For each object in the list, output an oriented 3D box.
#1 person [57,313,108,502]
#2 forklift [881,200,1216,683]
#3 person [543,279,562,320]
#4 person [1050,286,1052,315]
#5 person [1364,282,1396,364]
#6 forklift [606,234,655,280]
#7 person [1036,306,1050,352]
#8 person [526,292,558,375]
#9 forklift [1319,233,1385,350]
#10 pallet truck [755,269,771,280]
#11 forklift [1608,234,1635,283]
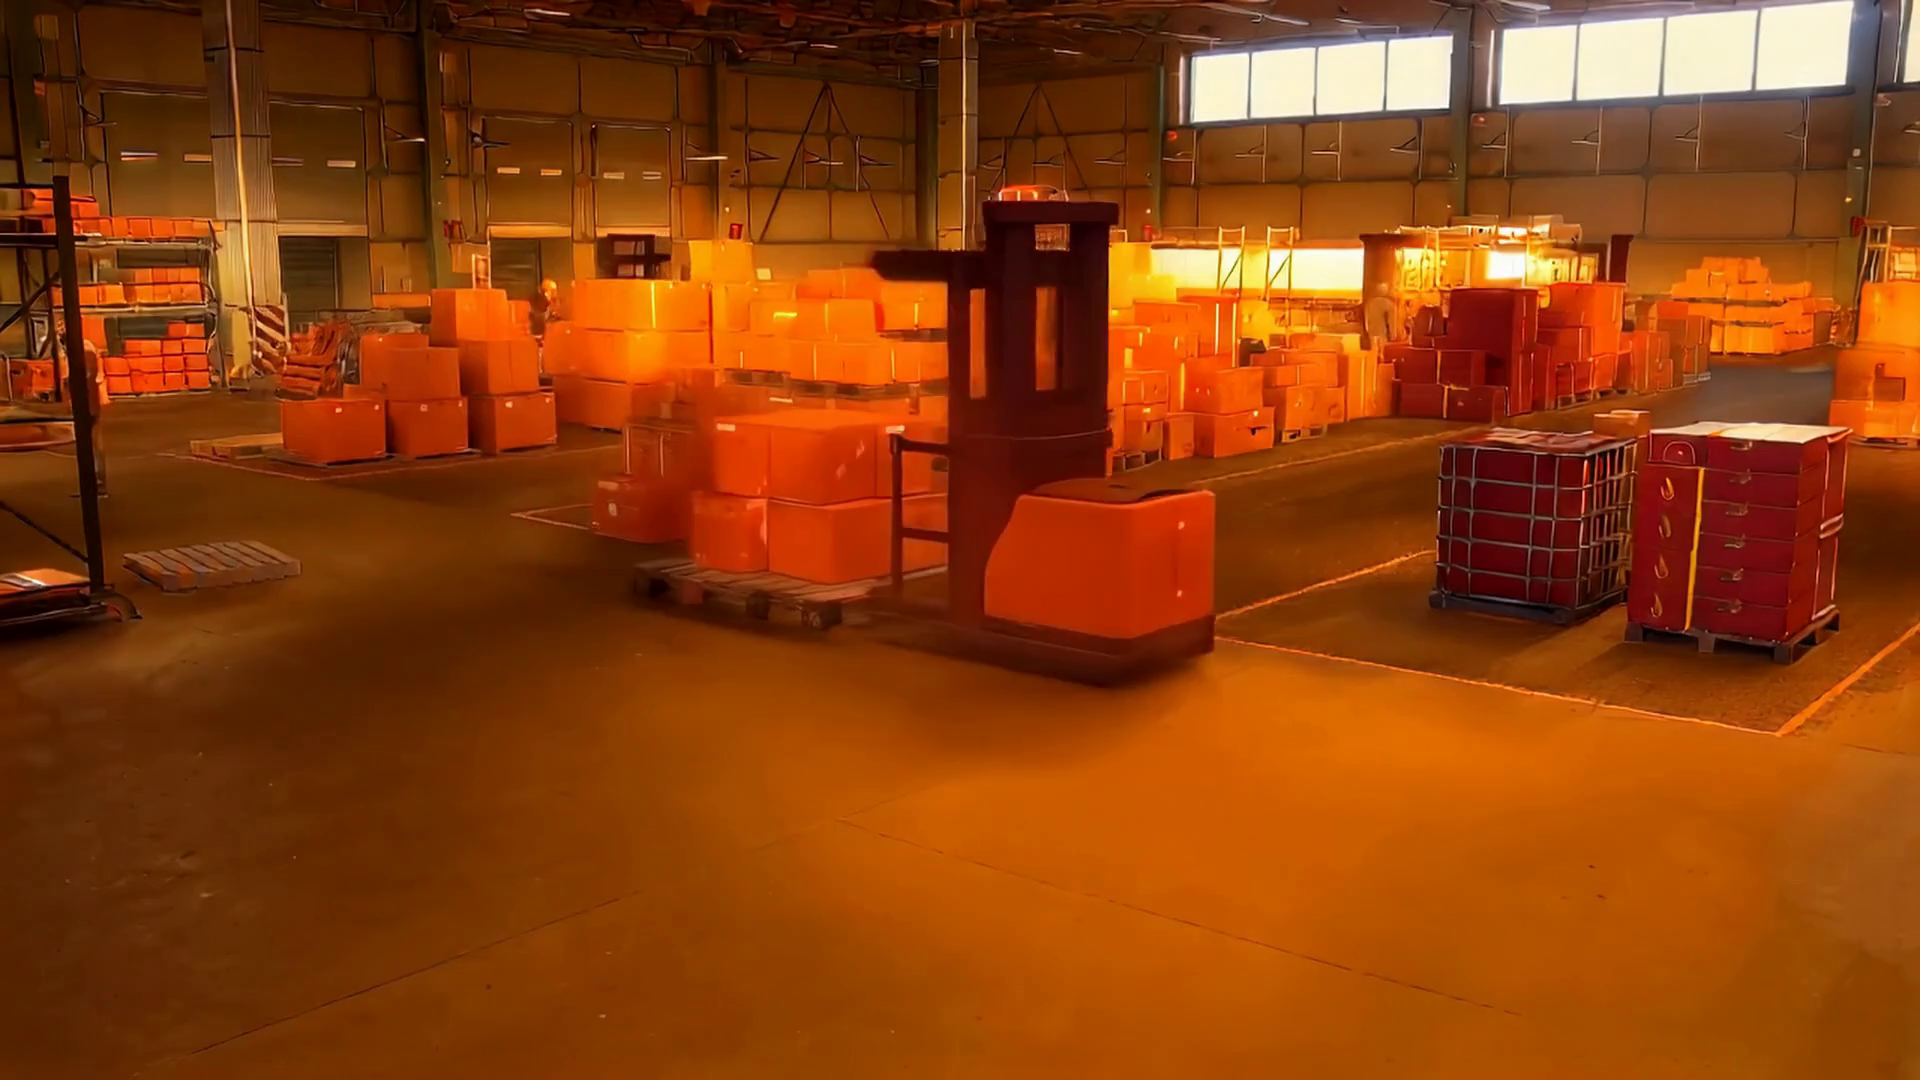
[{"bbox_3d":[-8.874,-1.346,16.834,0.593,1.909,0.409,9,13,42],"label":"person"},{"bbox_3d":[0.567,-0.683,10.279,1.873,2.768,1.129,8,13,40],"label":"forklift"},{"bbox_3d":[-8.139,-4.243,33.262,0.371,1.928,0.543,-6,12,-31],"label":"person"},{"bbox_3d":[2.943,-6.927,48.601,0.741,1.916,0.633,-3,11,-18],"label":"person"},{"bbox_3d":[7.535,-3.646,29.830,0.377,1.940,0.628,-8,12,-37],"label":"person"},{"bbox_3d":[-6.766,-4.909,34.344,1.129,2.768,1.873,-5,11,-25],"label":"forklift"},{"bbox_3d":[1.210,-3.064,27.506,0.885,1.595,0.511,-10,14,-43],"label":"person"},{"bbox_3d":[-6.637,-3.037,26.628,0.581,1.862,0.848,2,10,12],"label":"person"},{"bbox_3d":[8.031,-4.593,32.543,1.873,2.768,1.129,1,10,7],"label":"forklift"},{"bbox_3d":[-4.996,-6.432,45.525,1.885,1.965,0.823,-6,12,-32],"label":"pallet truck"},{"bbox_3d":[13.415,-4.841,33.953,1.873,2.768,1.129,4,11,24],"label":"forklift"}]
